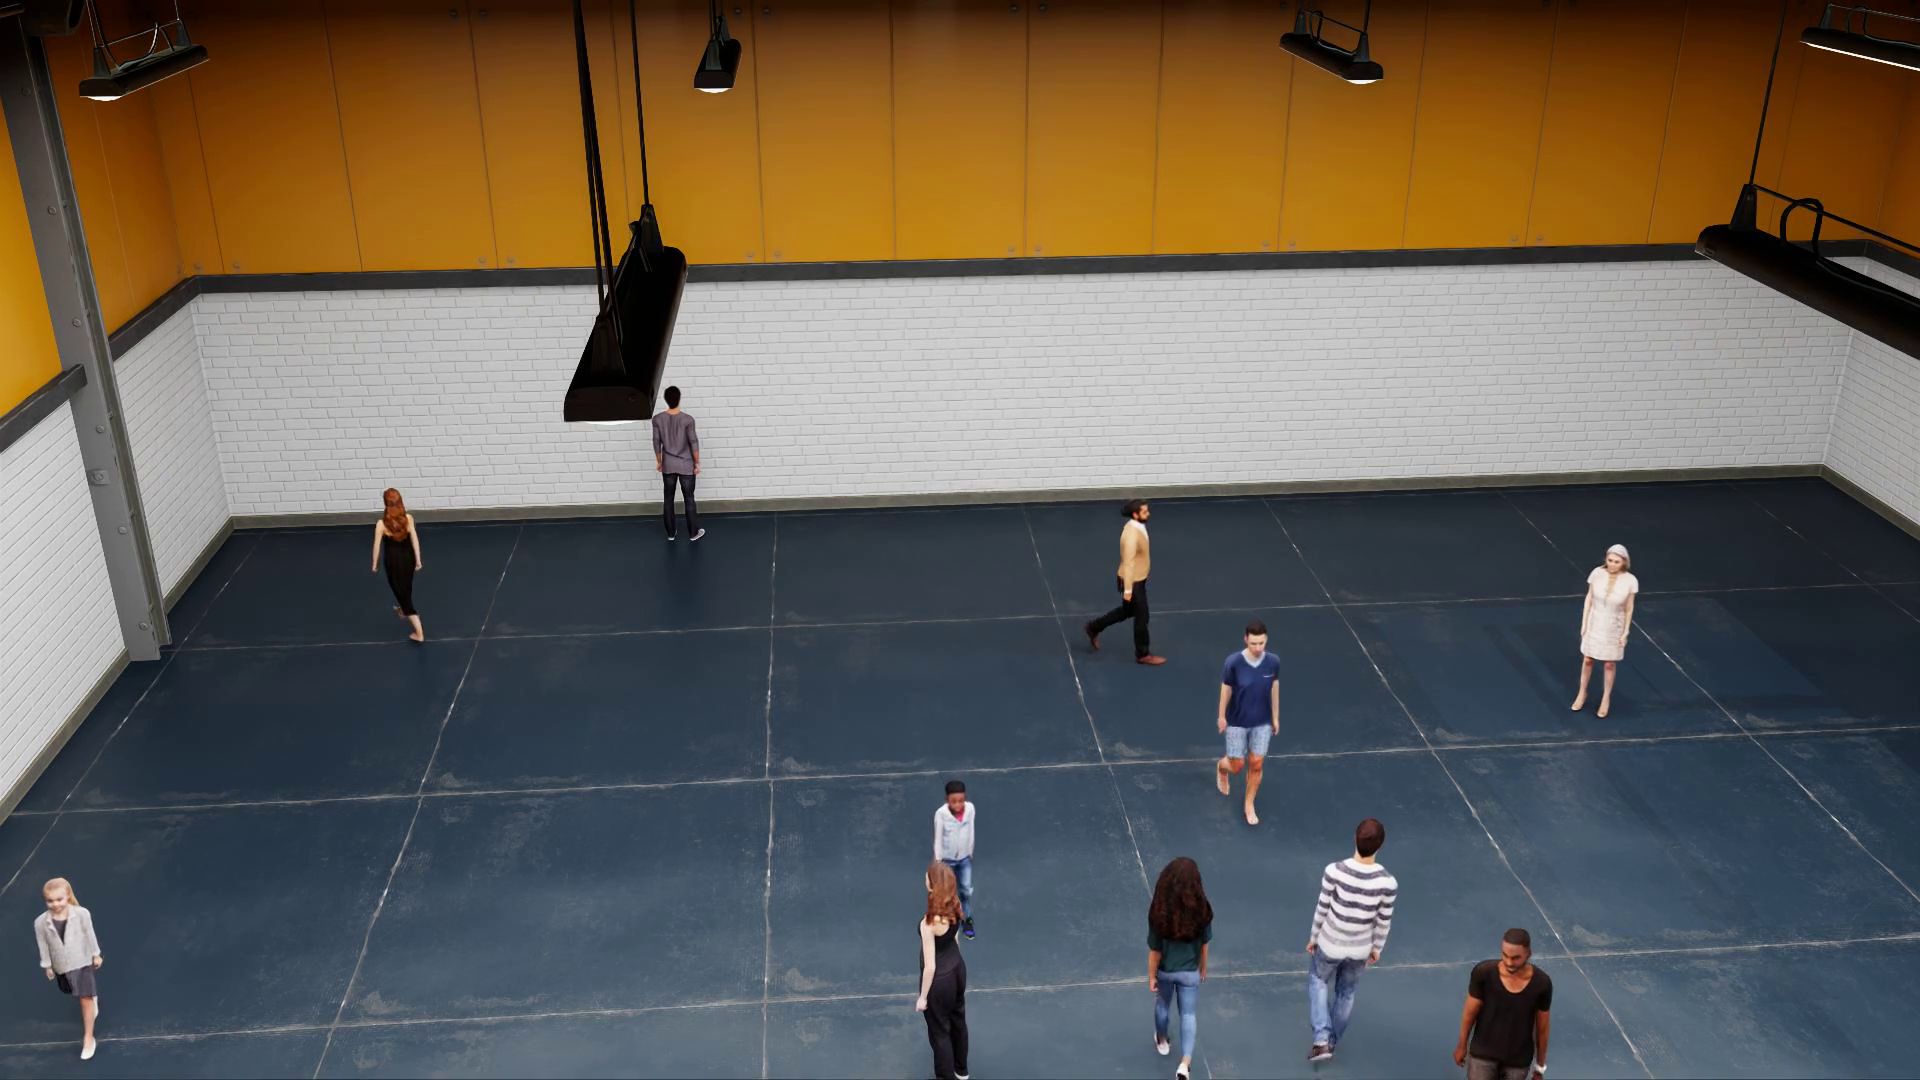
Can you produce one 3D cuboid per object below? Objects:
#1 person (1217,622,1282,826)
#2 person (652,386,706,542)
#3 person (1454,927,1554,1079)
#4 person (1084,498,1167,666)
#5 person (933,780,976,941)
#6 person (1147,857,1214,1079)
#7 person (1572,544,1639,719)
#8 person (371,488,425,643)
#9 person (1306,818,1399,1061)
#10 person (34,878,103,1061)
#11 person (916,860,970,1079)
[{"bbox_3d":[2.367,1.446,13.826,0.660,1.824,0.835,-4,24,-9],"label":"person"},{"bbox_3d":[-3.248,-0.885,19.119,0.716,1.856,0.611,3,24,6],"label":"person"},{"bbox_3d":[3.306,3.059,10.177,0.777,1.792,0.772,6,24,13],"label":"person"},{"bbox_3d":[1.618,0.404,16.326,0.927,1.731,1.104,5,24,11],"label":"person"},{"bbox_3d":[-0.059,2.330,12.534,0.505,1.240,0.705,-4,24,-8],"label":"person"},{"bbox_3d":[1.441,2.851,10.893,0.619,1.598,0.982,-1,24,-2],"label":"person"},{"bbox_3d":[5.955,0.828,15.357,0.696,1.730,0.741,15,28,30],"label":"person"},{"bbox_3d":[-5.602,0.291,16.766,1.087,1.586,0.990,21,31,39],"label":"person"},{"bbox_3d":[2.545,2.717,10.920,0.795,1.822,0.881,2,24,5],"label":"person"},{"bbox_3d":[-6.049,2.839,11.350,0.588,1.255,0.909,-5,24,-12],"label":"person"},{"bbox_3d":[-0.104,2.832,10.754,0.720,1.746,0.624,13,27,27],"label":"person"}]
